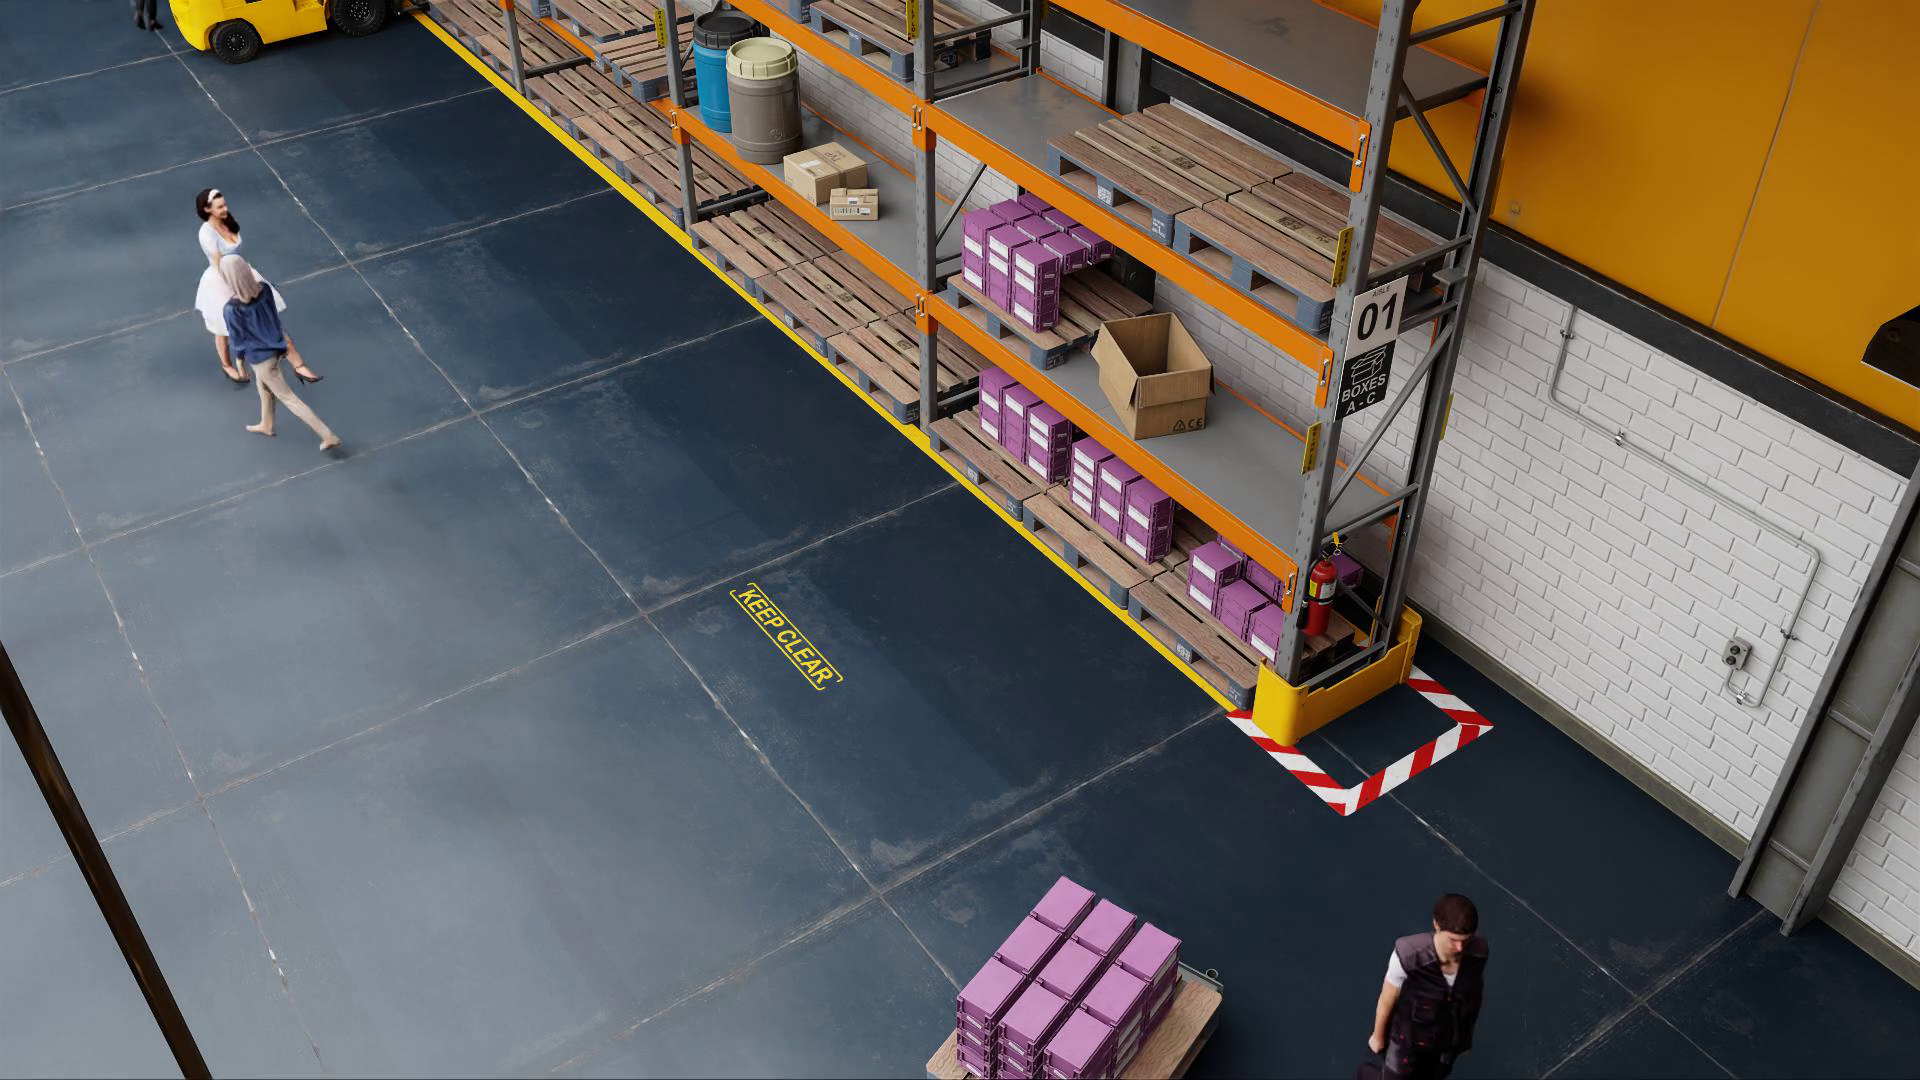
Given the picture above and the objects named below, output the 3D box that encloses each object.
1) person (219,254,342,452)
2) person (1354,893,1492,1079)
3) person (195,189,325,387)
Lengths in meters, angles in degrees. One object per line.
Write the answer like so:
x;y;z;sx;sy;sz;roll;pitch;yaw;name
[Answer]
-5.155;-1.354;12.541;1.209;1.658;1.085;10;40;13;person
2.171;2.238;7.898;0.776;1.838;0.842;-7;39;-9;person
-5.845;-1.939;13.188;1.219;1.763;1.111;9;39;11;person
